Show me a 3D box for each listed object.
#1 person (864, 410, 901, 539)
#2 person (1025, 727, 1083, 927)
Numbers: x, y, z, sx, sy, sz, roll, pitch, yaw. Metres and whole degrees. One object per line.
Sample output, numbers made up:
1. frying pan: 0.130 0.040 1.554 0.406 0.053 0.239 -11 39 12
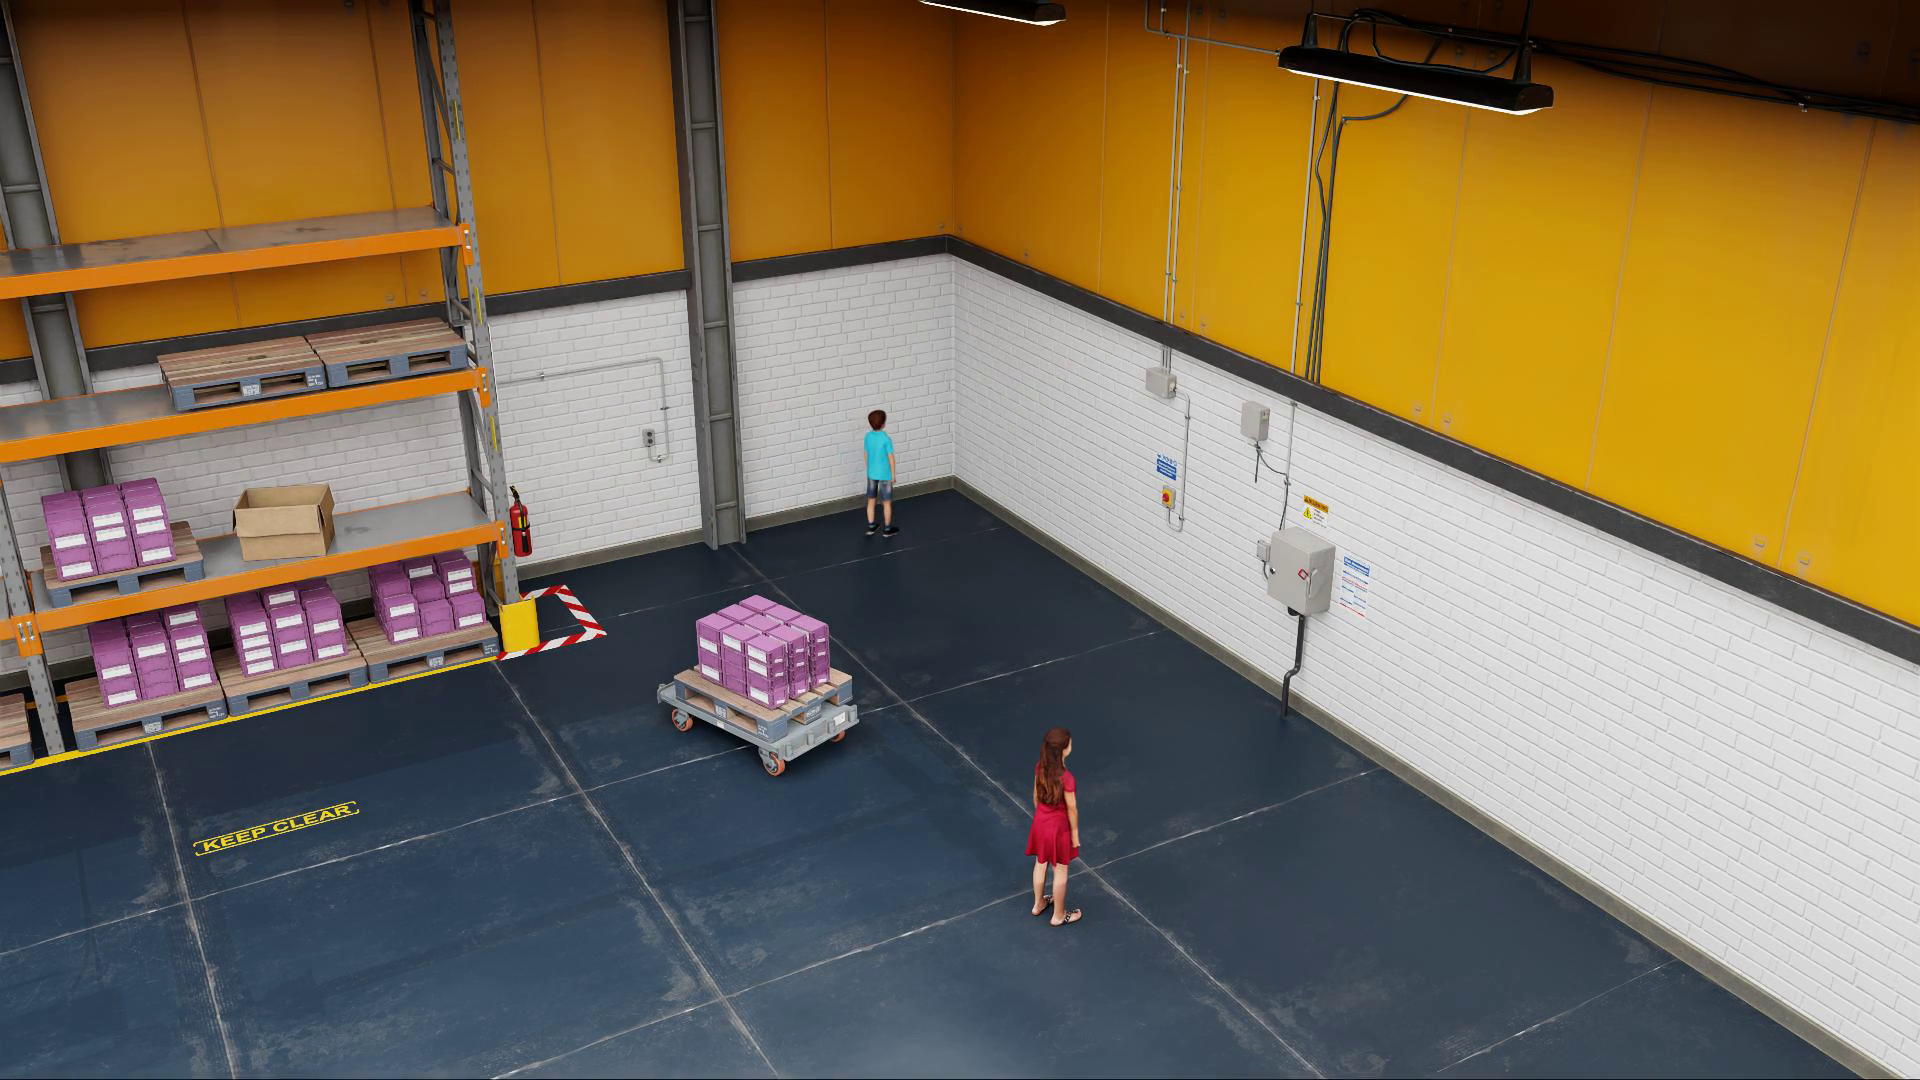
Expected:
1. person: -0.889 -0.747 18.291 0.591 1.449 0.613 12 26 26
2. person: 0.670 2.021 11.828 0.614 1.554 0.672 22 32 40
